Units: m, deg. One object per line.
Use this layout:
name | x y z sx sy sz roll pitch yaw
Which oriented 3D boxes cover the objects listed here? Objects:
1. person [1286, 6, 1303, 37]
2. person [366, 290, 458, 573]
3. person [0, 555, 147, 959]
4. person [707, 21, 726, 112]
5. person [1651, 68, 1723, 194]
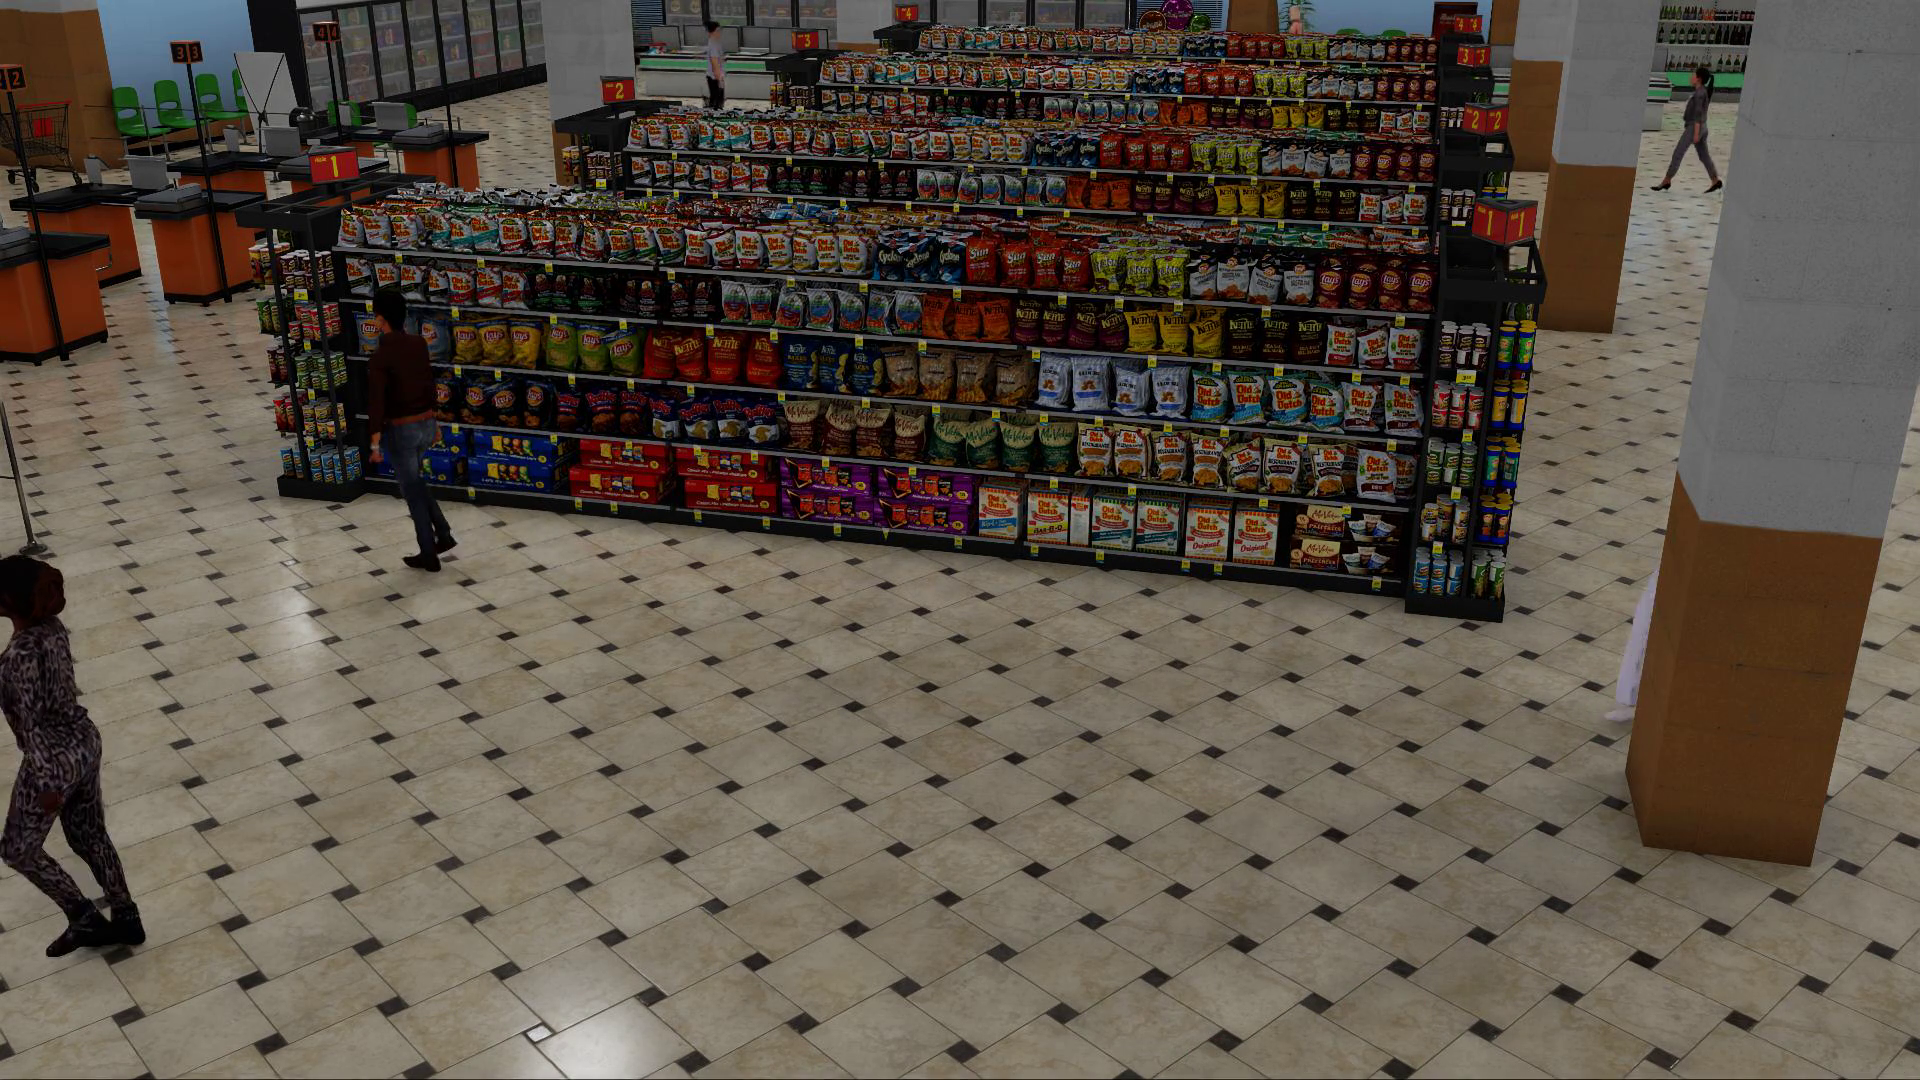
person | 6.401 -9.216 31.549 1.133 1.683 0.651 8 23 18
person | -3.263 -0.633 10.065 0.686 1.773 0.714 10 24 22
person | -3.395 0.863 6.435 0.753 1.703 0.712 -3 22 -8
person | -4.015 -7.479 27.027 0.844 1.829 0.941 -10 24 -22
person | 9.840 -5.368 22.041 1.171 1.630 0.826 13 25 29
